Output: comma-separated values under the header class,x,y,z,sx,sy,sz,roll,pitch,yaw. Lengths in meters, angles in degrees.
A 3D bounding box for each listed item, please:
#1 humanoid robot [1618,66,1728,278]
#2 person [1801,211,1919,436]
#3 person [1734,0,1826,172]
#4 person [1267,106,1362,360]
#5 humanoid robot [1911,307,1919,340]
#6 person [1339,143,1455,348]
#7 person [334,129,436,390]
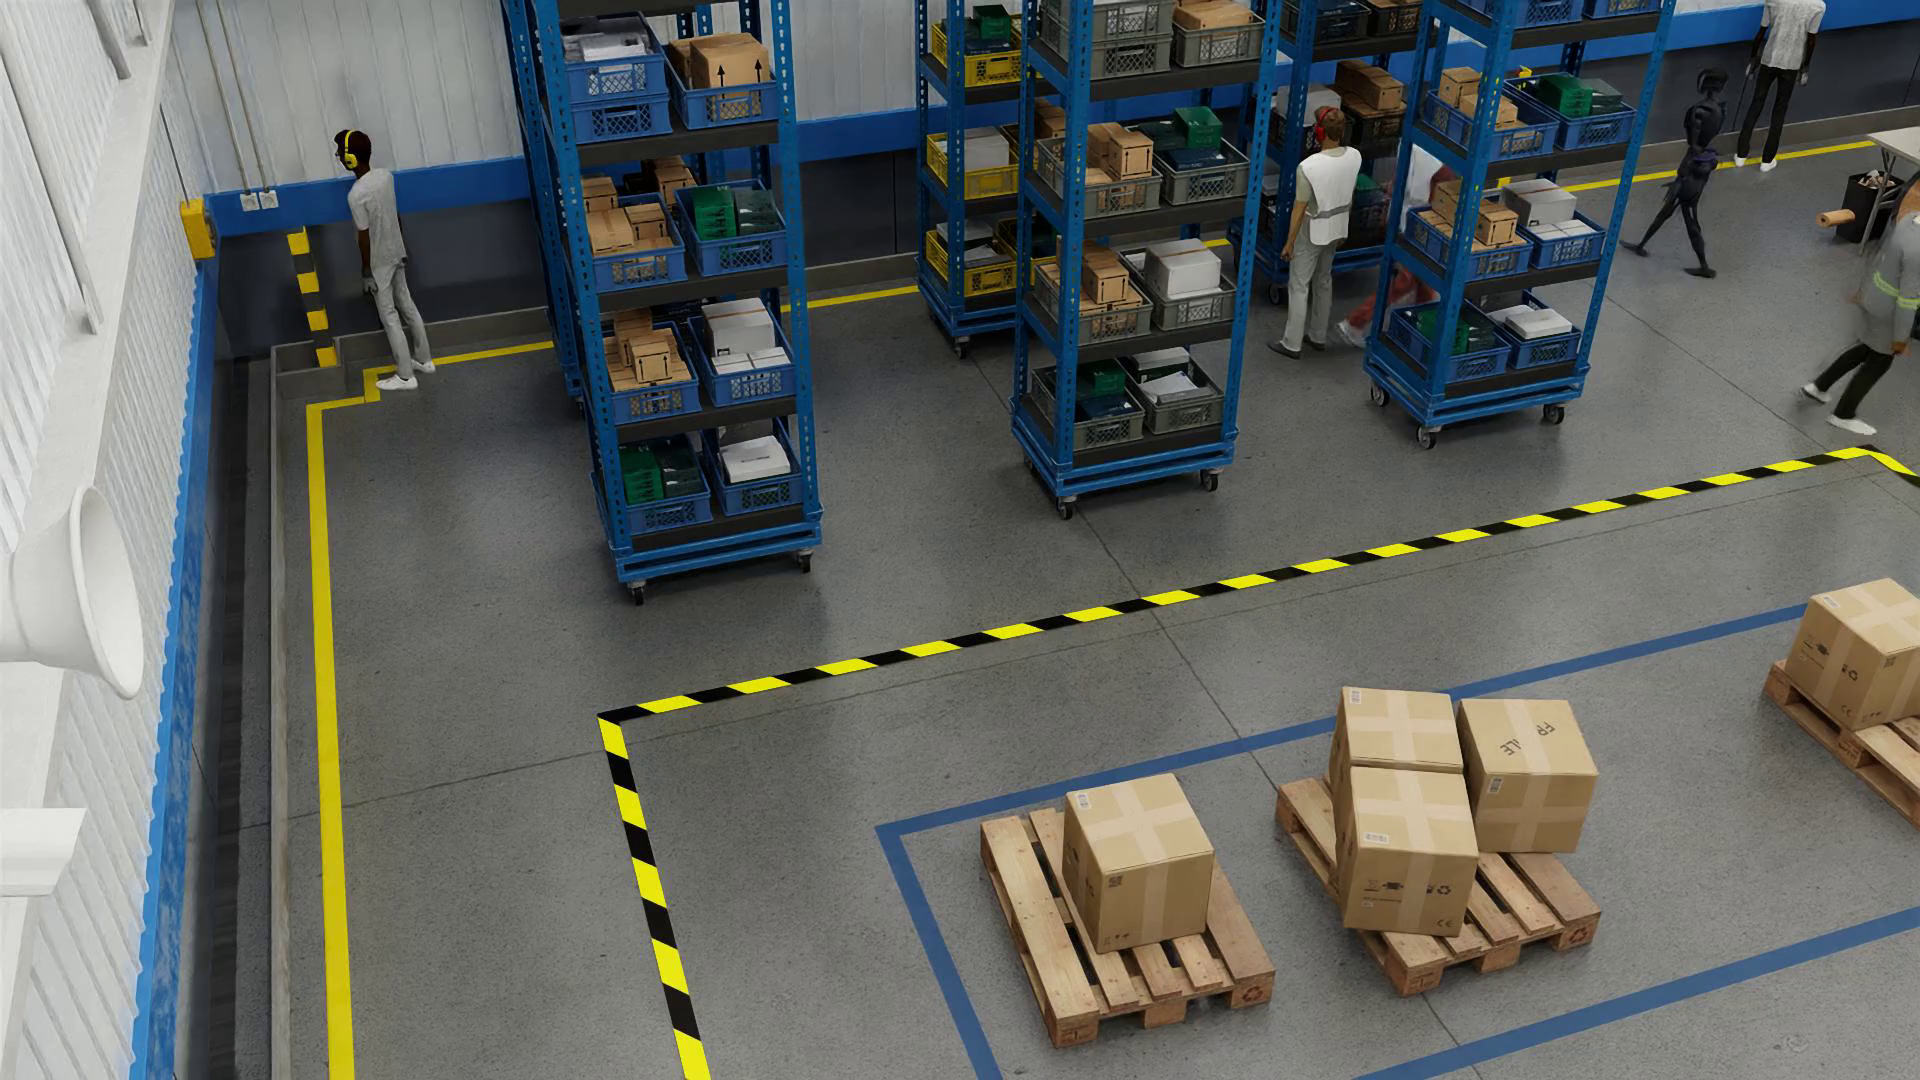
class,x,y,z,sx,sy,sz,roll,pitch,yaw
humanoid robot,5.675,-2.868,12.949,0.811,1.621,0.611,22,41,28
person,6.031,-1.500,10.841,0.542,1.816,0.660,10,36,14
person,7.182,-4.155,14.573,0.510,1.858,0.332,22,41,28
person,2.532,-2.145,11.742,0.569,1.832,0.407,-23,41,-29
humanoid robot,7.018,-2.208,11.962,0.360,1.644,0.584,27,43,33
person,3.223,-2.249,11.849,0.908,1.889,0.572,-5,35,-7
person,-3.954,-1.913,11.388,0.319,1.860,0.509,7,36,10
